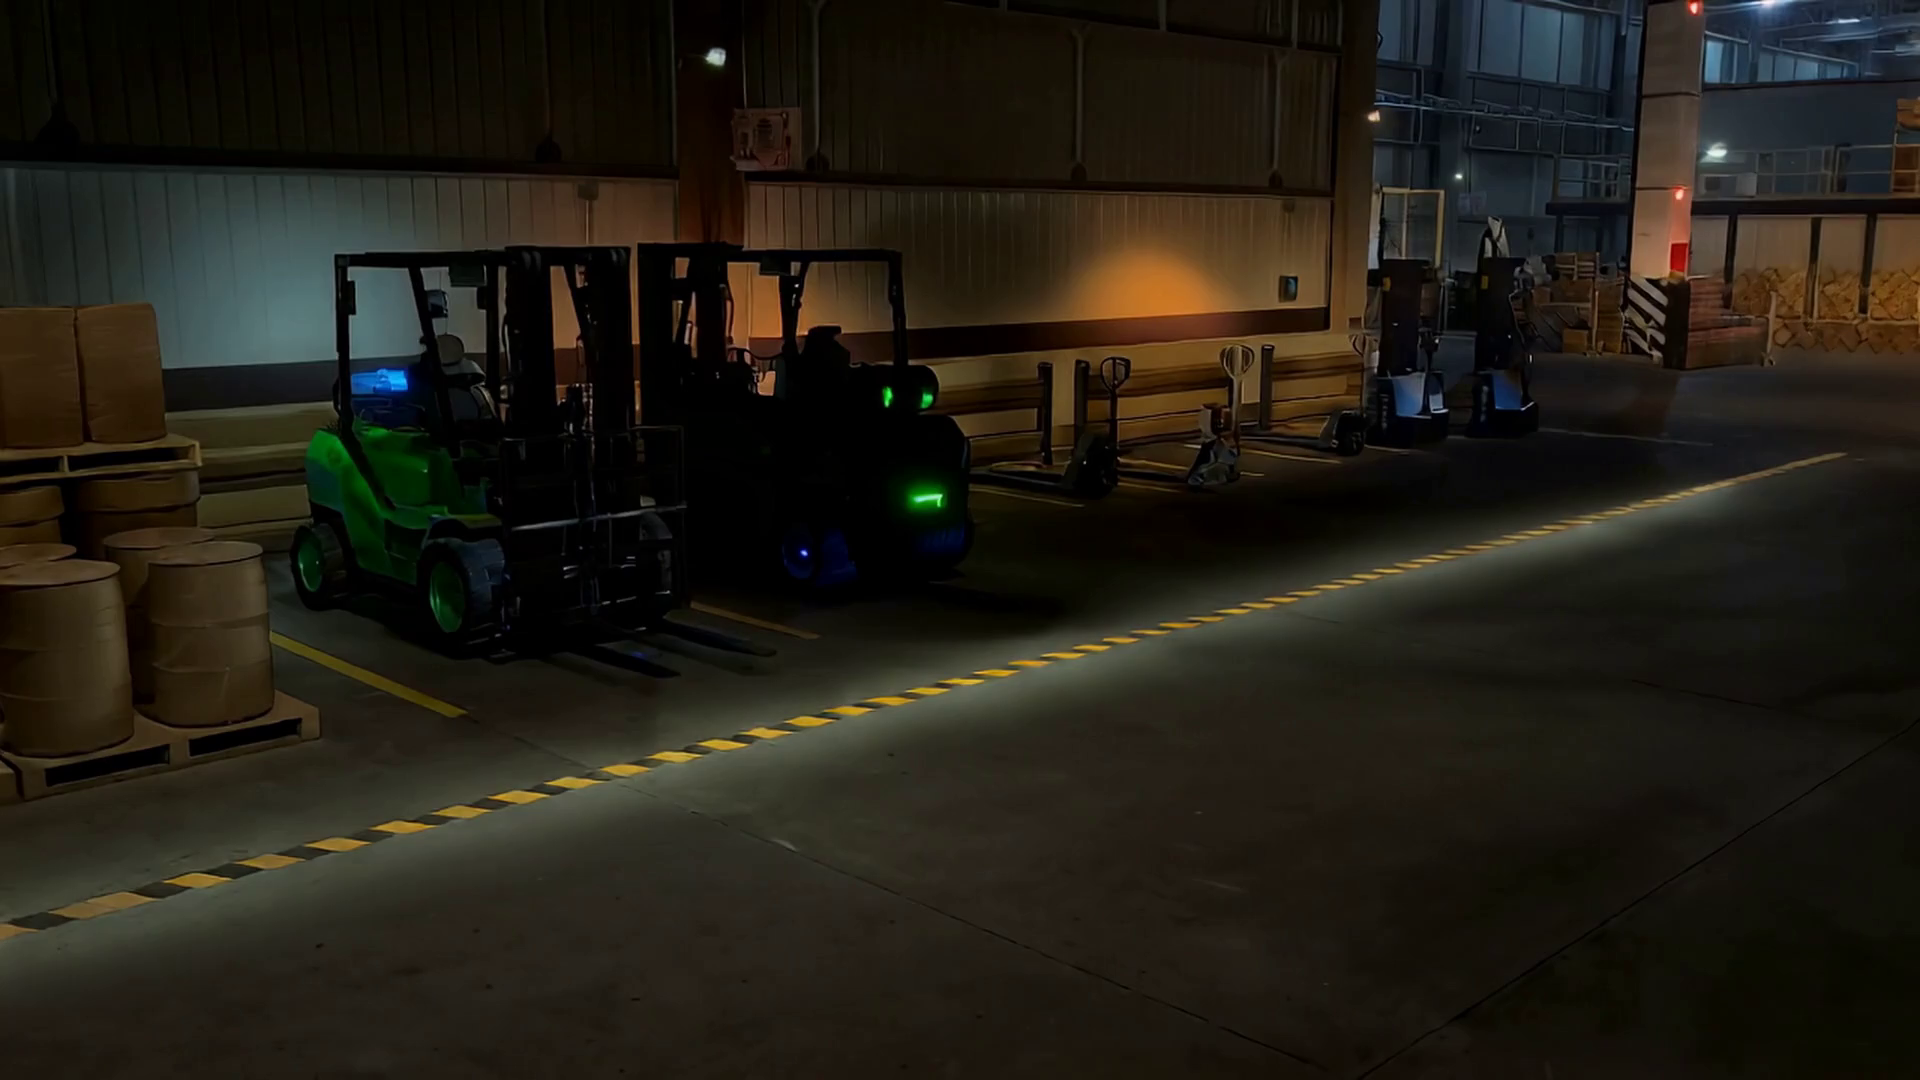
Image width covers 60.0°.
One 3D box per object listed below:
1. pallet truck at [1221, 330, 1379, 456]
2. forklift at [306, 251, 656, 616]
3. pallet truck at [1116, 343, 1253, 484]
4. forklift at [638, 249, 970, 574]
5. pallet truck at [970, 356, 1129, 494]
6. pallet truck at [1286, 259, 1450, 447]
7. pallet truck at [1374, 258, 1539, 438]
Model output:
[{"bbox_3d":[3.563,-1.581,17.381,0.653,1.274,1.630,-10,14,-44],"label":"pallet truck"},{"bbox_3d":[-2.833,-0.669,9.694,1.157,1.987,2.680,-10,14,-44],"label":"forklift"},{"bbox_3d":[1.962,-1.215,15.415,1.522,1.261,0.704,10,14,43],"label":"pallet truck"},{"bbox_3d":[-1.173,-0.958,11.239,2.680,1.987,1.157,10,14,43],"label":"forklift"},{"bbox_3d":[0.784,-1.085,14.876,0.680,1.201,1.601,-10,14,-44],"label":"pallet truck"},{"bbox_3d":[4.493,-2.078,18.196,0.823,1.965,1.885,-9,14,-40],"label":"pallet truck"},{"bbox_3d":[5.704,-2.208,18.901,1.885,1.965,0.823,10,14,43],"label":"pallet truck"}]
